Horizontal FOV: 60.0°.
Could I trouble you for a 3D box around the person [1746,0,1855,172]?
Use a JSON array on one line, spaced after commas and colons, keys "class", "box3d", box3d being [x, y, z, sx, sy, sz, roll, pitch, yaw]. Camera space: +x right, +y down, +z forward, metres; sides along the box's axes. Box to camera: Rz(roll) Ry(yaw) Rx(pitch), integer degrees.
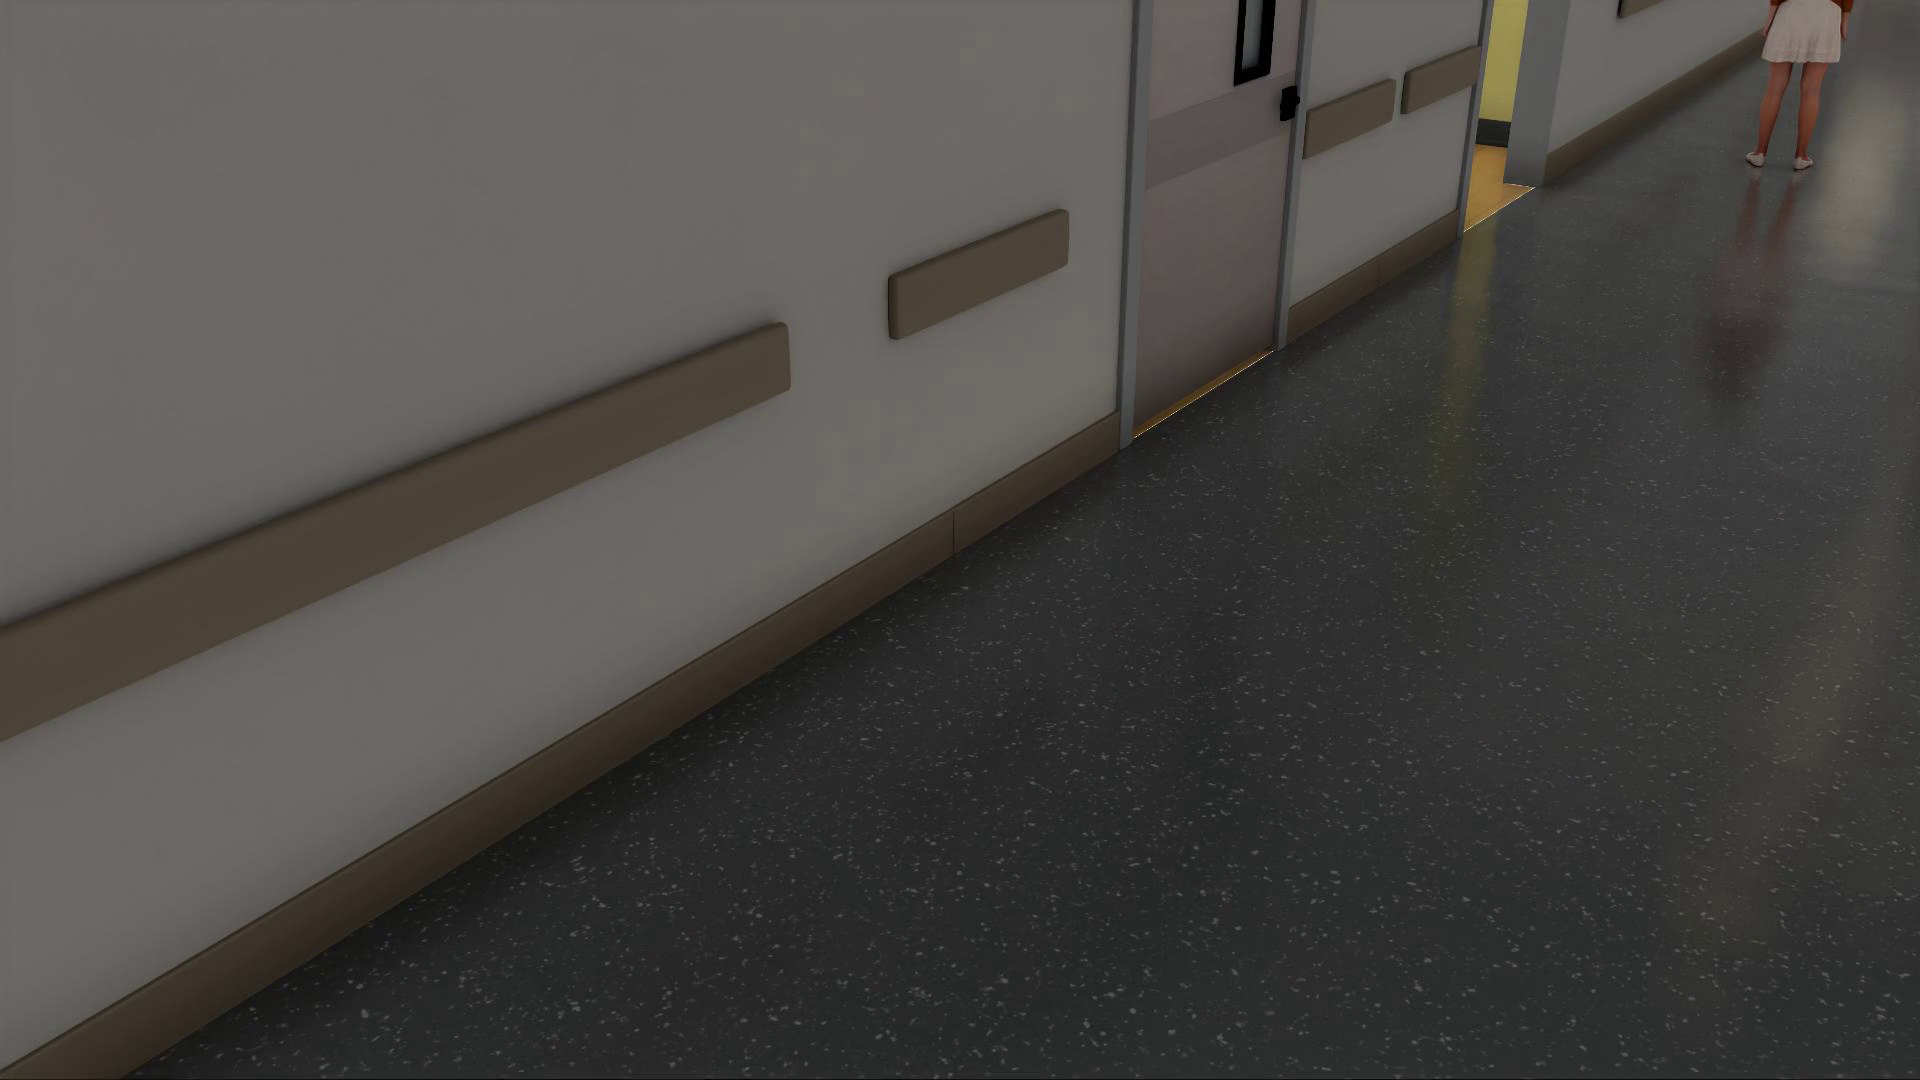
[{"class": "person", "box3d": [5.010, -3.076, 9.829, 0.556, 1.723, 0.706, 11, 28, 22]}]
